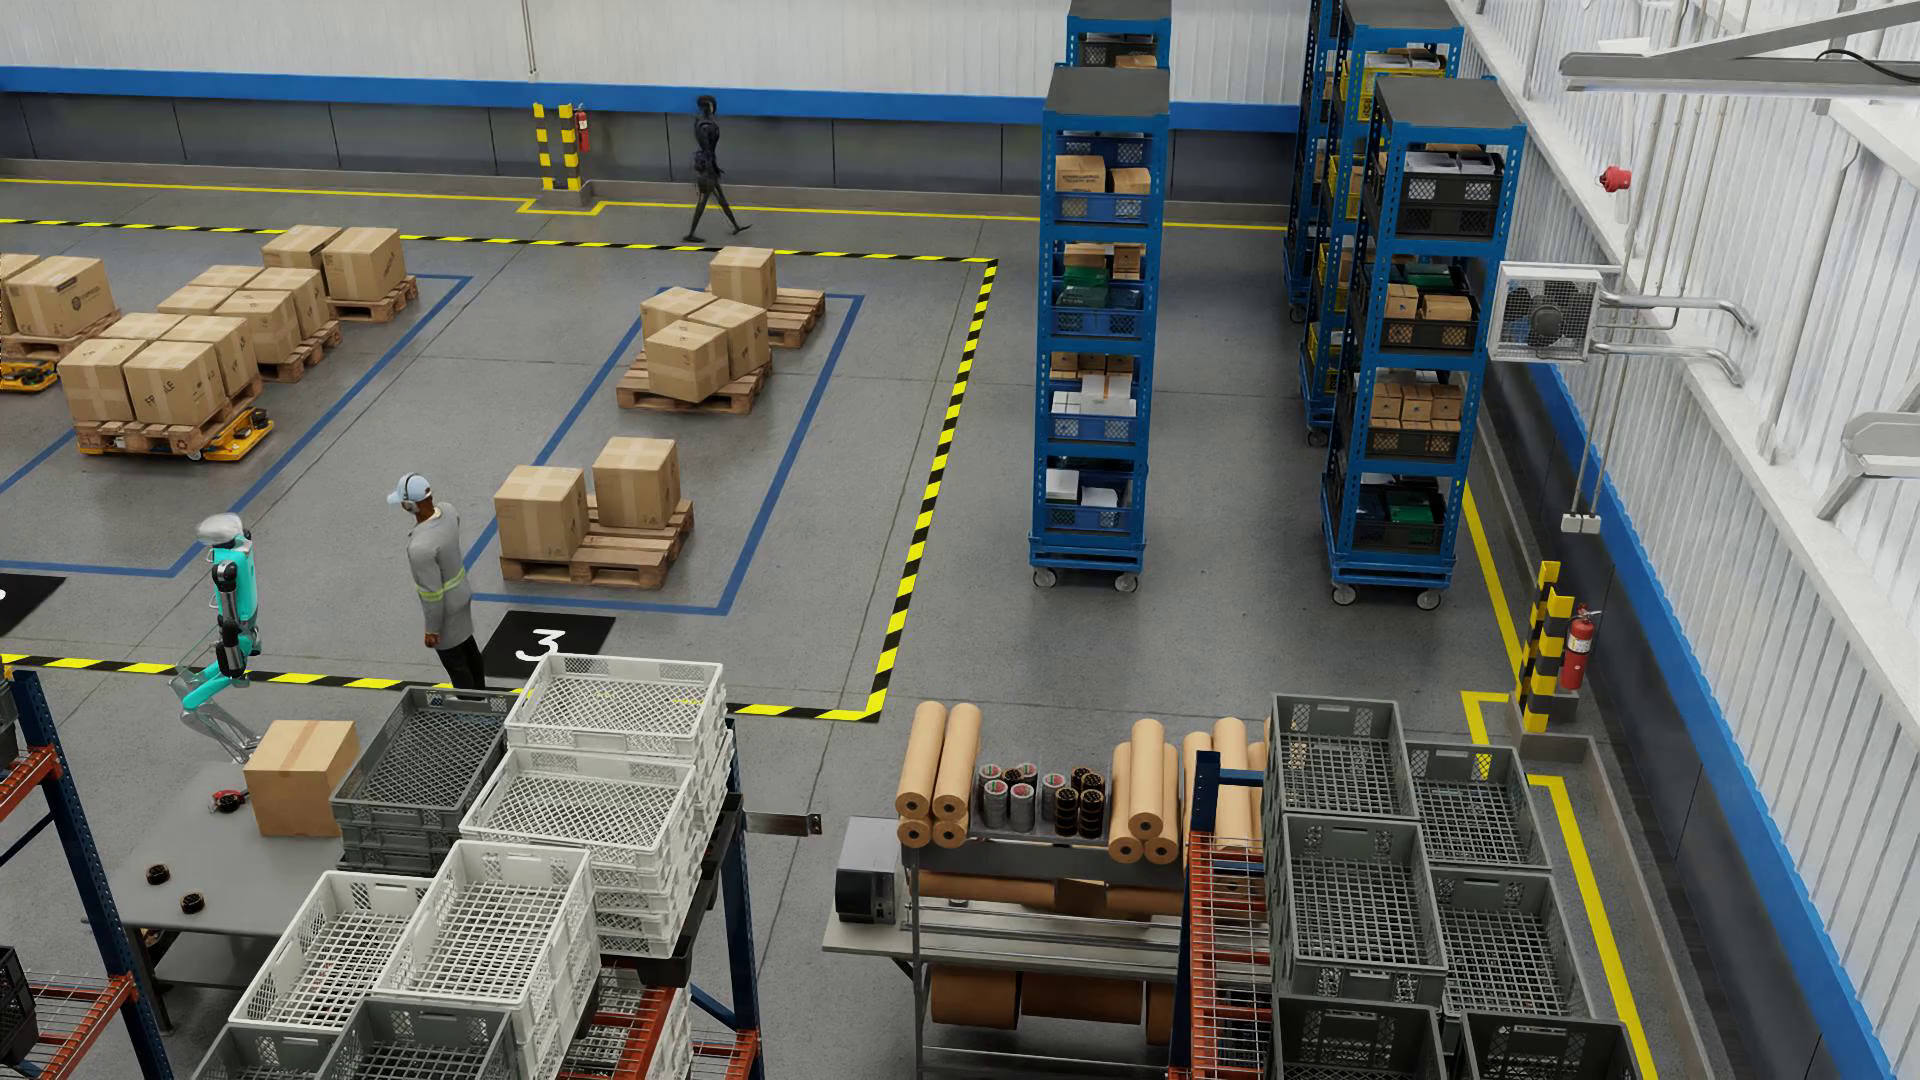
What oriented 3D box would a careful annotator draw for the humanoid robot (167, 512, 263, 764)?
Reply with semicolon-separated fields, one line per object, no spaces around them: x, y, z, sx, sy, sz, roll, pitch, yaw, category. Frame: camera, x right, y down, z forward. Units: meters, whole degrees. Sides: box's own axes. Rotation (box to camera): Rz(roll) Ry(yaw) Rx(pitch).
-4.512;0.627;10.004;0.735;1.677;0.533;-5;31;-9;humanoid robot

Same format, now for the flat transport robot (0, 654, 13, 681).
-7.142;0.969;11.010;1.431;0.231;0.659;3;30;6;flat transport robot

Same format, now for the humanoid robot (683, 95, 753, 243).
-2.723;-4.081;18.314;0.790;1.624;0.589;-2;30;-4;humanoid robot

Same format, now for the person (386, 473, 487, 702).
-3.264;0.402;10.415;0.406;1.846;0.587;1;30;2;person

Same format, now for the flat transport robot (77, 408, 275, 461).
-6.728;-0.944;14.268;1.431;0.197;0.652;3;30;6;flat transport robot

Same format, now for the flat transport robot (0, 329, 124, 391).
-8.631;-1.803;15.743;0.652;0.197;1.431;3;30;6;flat transport robot
